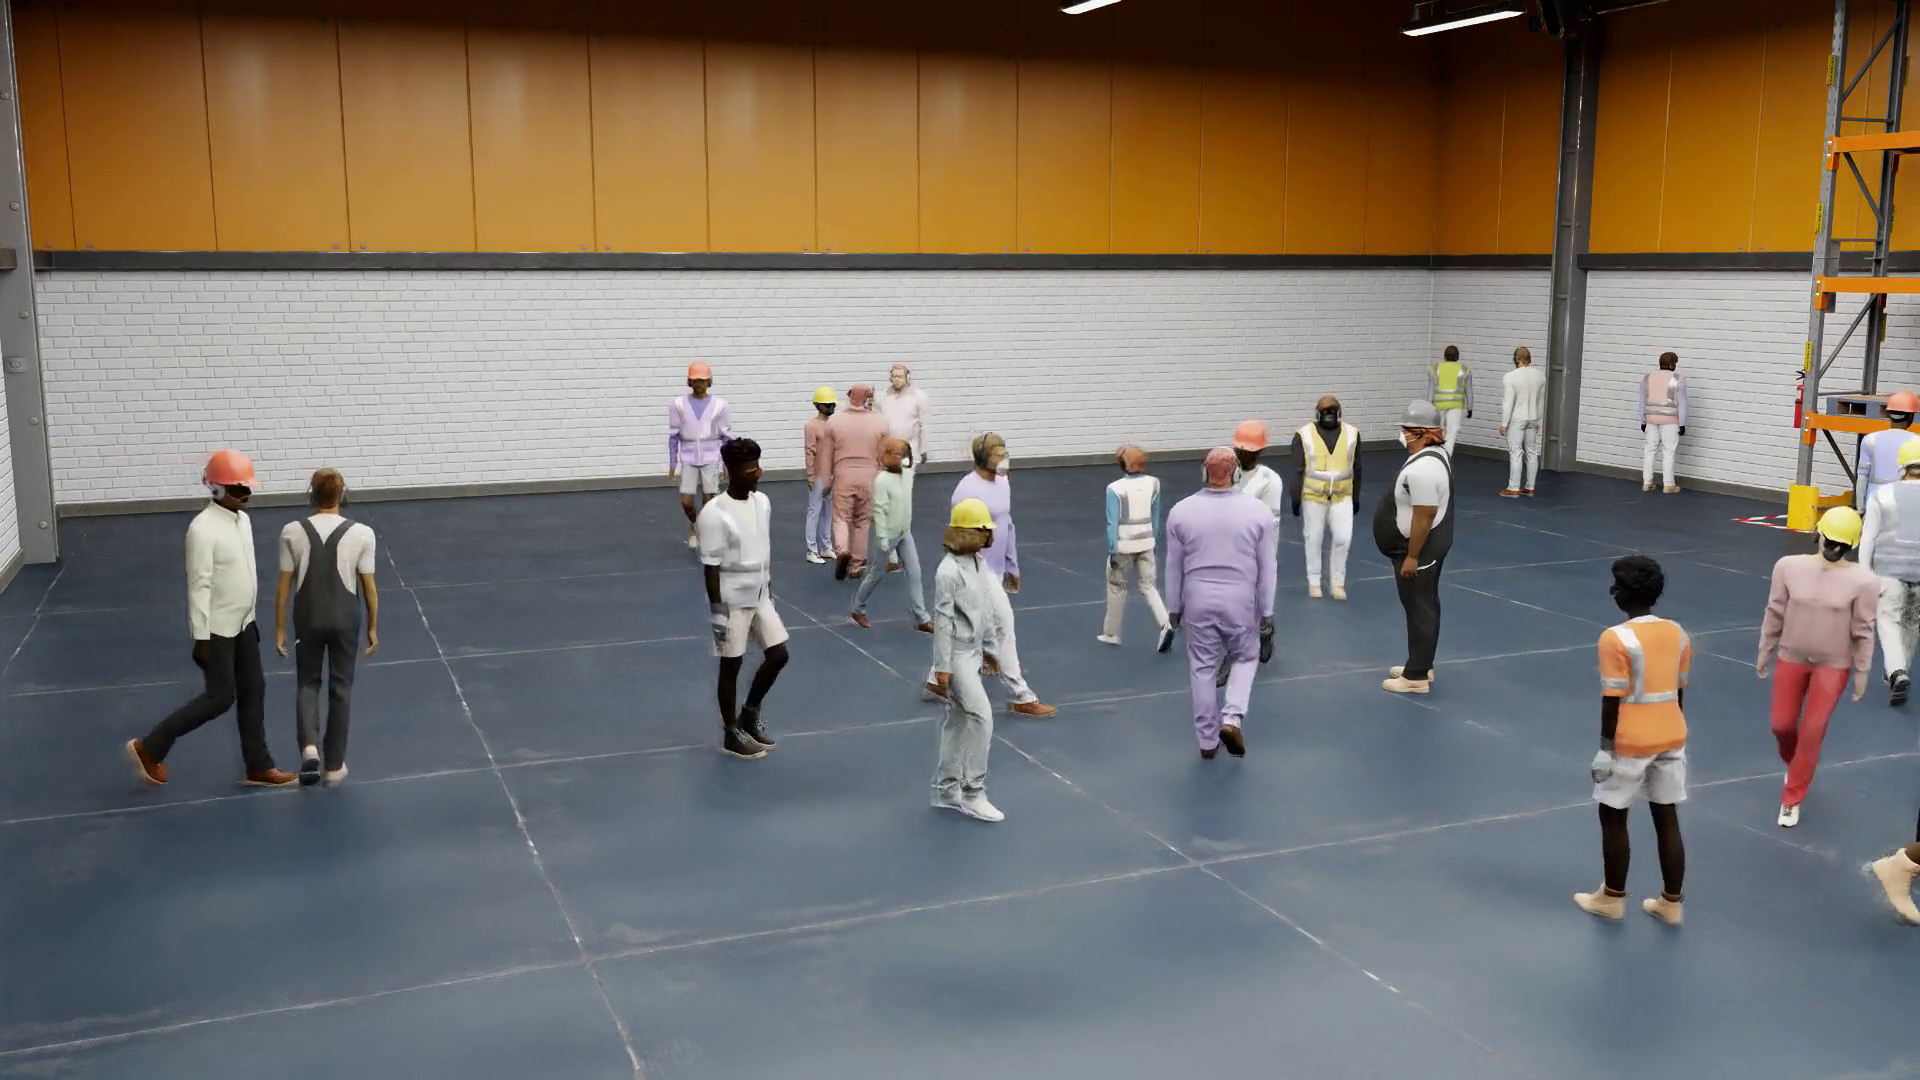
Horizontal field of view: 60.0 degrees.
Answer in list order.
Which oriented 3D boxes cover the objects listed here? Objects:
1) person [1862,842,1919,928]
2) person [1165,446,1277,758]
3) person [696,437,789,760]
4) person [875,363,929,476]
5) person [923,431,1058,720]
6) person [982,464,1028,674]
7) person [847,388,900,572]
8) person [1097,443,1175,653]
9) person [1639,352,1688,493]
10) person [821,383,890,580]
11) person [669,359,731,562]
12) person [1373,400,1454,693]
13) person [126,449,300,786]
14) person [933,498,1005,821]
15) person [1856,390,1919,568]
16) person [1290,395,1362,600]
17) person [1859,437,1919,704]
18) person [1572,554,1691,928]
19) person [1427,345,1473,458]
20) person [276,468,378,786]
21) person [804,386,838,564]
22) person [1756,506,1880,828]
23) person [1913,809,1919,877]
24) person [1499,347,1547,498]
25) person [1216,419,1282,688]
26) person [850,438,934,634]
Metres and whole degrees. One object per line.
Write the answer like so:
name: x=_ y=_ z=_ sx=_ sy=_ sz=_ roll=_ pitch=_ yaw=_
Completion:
person: x=4.382 y=0.769 z=7.231 sx=0.532 sy=2.023 sz=0.627 roll=6 pitch=11 yaw=30
person: x=1.557 y=0.381 z=9.956 sx=0.667 sy=1.895 sz=0.426 roll=3 pitch=10 yaw=16
person: x=-1.282 y=0.354 z=9.946 sx=0.447 sy=1.953 sz=0.632 roll=6 pitch=11 yaw=33
person: x=-0.663 y=-1.076 z=18.852 sx=0.650 sy=1.882 sz=0.820 roll=3 pitch=10 yaw=18
person: x=0.162 y=0.218 z=11.012 sx=1.008 sy=1.891 sz=0.649 roll=4 pitch=10 yaw=24
person: x=0.285 y=0.178 z=12.048 sx=0.712 sy=1.601 sz=0.515 roll=4 pitch=10 yaw=25
person: x=-0.923 y=-0.579 z=16.008 sx=0.772 sy=1.826 sz=0.589 roll=0 pitch=9 yaw=2
person: x=1.350 y=0.061 z=12.772 sx=0.517 sy=1.613 sz=0.754 roll=-5 pitch=10 yaw=-26
person: x=9.223 y=-1.543 z=21.795 sx=0.428 sy=1.842 sz=0.631 roll=-7 pitch=12 yaw=-38
person: x=-0.969 y=-0.526 z=15.562 sx=0.646 sy=1.879 sz=0.705 roll=0 pitch=9 yaw=-2
person: x=-2.612 y=-0.808 z=16.760 sx=0.625 sy=2.032 sz=0.552 roll=-1 pitch=9 yaw=-4
person: x=3.156 y=0.036 z=11.621 sx=0.536 sy=2.000 sz=0.673 roll=4 pitch=10 yaw=24
person: x=-4.217 y=0.465 z=9.320 sx=0.778 sy=1.965 sz=0.631 roll=0 pitch=9 yaw=-1
person: x=0.109 y=0.637 z=8.900 sx=0.592 sy=1.723 sz=0.506 roll=4 pitch=10 yaw=22
person: x=7.749 y=-0.274 z=13.815 sx=0.552 sy=1.935 sz=0.374 roll=9 pitch=13 yaw=43
person: x=3.244 y=-0.362 z=14.693 sx=0.650 sy=1.819 sz=0.638 roll=0 pitch=9 yaw=2
person: x=6.474 y=0.201 z=11.351 sx=0.591 sy=1.805 sz=0.844 roll=3 pitch=10 yaw=16
person: x=3.046 y=0.907 z=7.497 sx=0.548 sy=1.671 sz=0.550 roll=-5 pitch=11 yaw=-27
person: x=7.209 y=-1.967 z=24.493 sx=0.637 sy=1.806 sz=0.930 roll=4 pitch=10 yaw=24
person: x=-3.578 y=0.509 z=9.415 sx=0.539 sy=1.821 sz=0.474 roll=-2 pitch=10 yaw=-13
person: x=-1.343 y=-0.650 z=16.613 sx=0.323 sy=1.767 sz=0.533 roll=6 pitch=11 yaw=32
person: x=4.551 y=0.648 z=8.852 sx=0.564 sy=1.723 sz=0.523 roll=7 pitch=12 yaw=37
person: x=4.873 y=0.824 z=7.944 sx=0.540 sy=1.682 sz=0.548 roll=4 pitch=10 yaw=24
person: x=7.173 y=-1.500 z=21.264 sx=0.628 sy=1.933 sz=0.378 roll=-3 pitch=10 yaw=-20
person: x=2.049 y=0.067 z=11.855 sx=0.573 sy=1.909 sz=0.792 roll=7 pitch=12 yaw=38
person: x=-0.554 y=-0.041 z=13.455 sx=0.858 sy=1.591 sz=0.520 roll=7 pitch=11 yaw=35
